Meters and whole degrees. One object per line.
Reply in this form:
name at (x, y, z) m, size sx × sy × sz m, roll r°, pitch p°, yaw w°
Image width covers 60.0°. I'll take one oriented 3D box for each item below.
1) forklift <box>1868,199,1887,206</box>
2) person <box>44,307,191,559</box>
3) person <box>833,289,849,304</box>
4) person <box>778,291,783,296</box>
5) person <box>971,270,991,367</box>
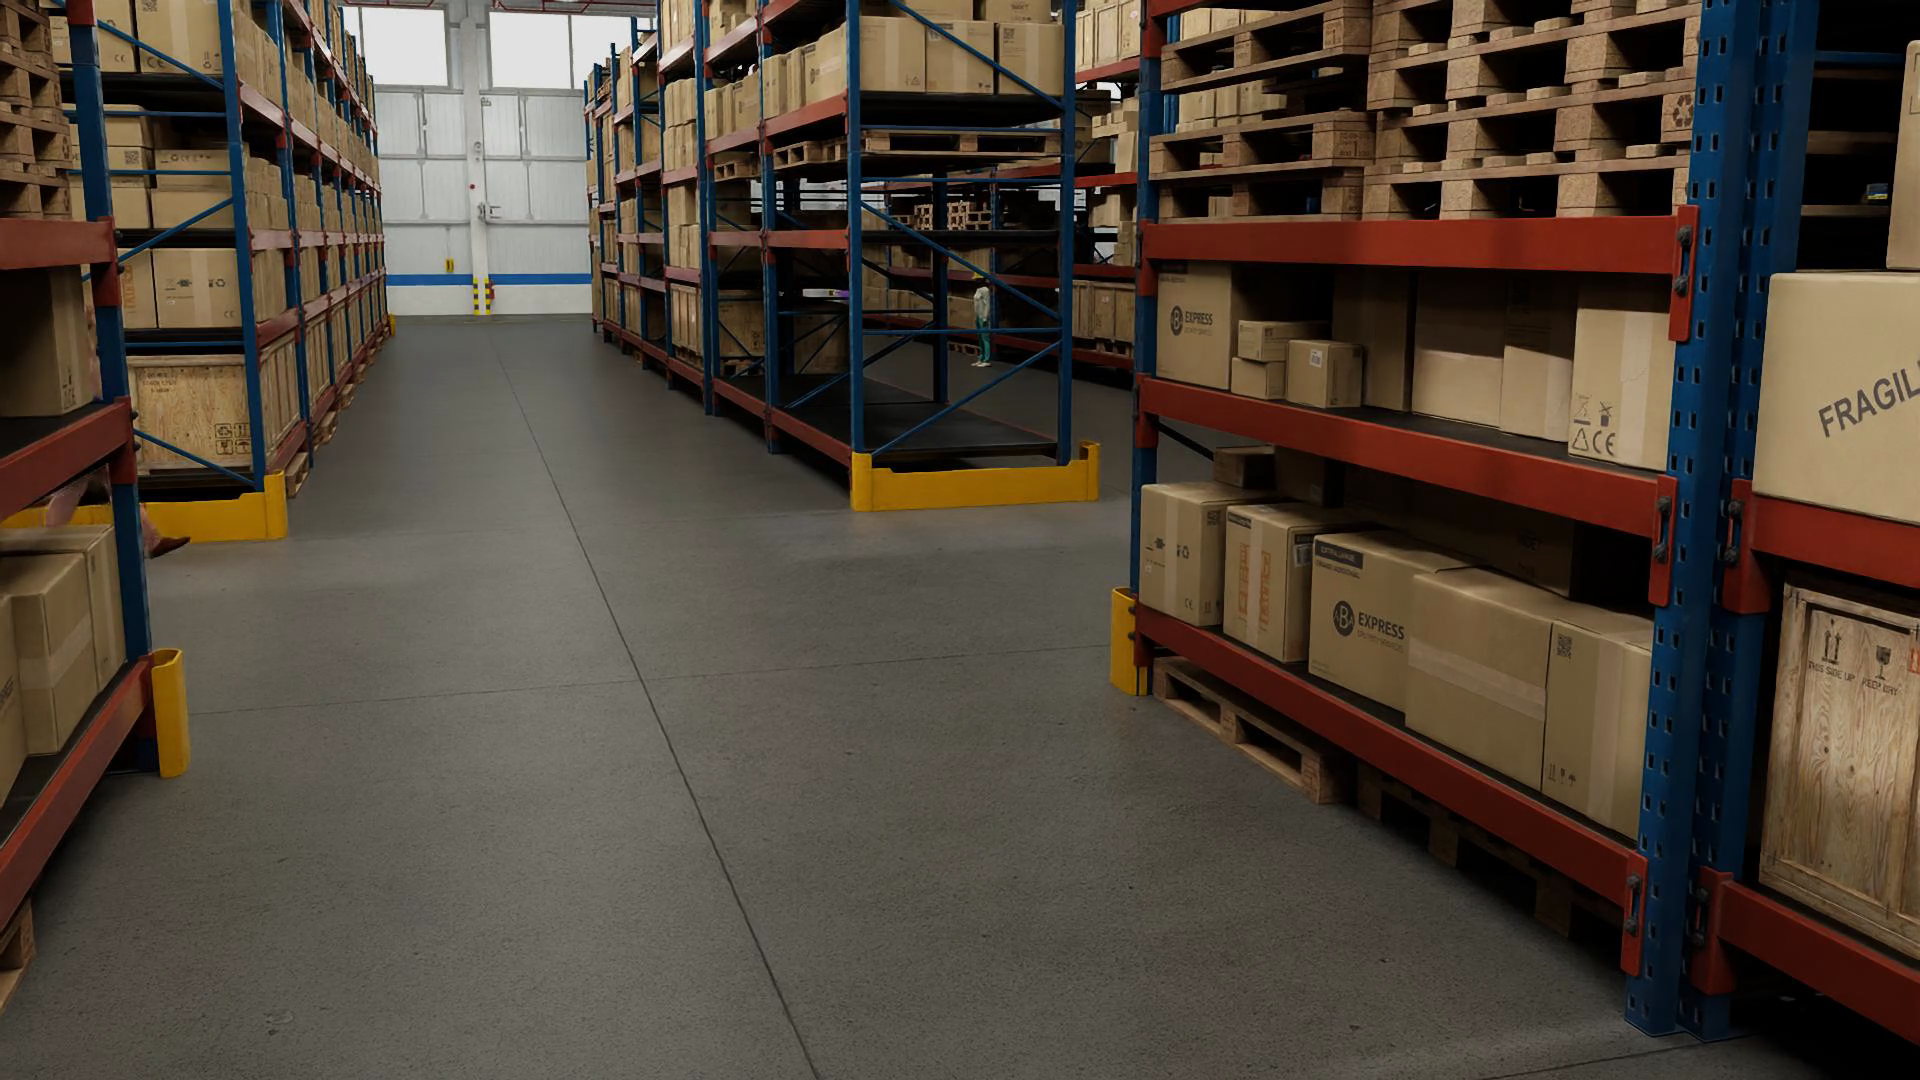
forklift at (11.338, -2.915, 21.052) m, size 1.129 × 2.768 × 1.873 m, roll -3°, pitch 11°, yaw -17°
person at (-6.143, -0.727, 11.875) m, size 1.011 × 1.849 × 0.678 m, roll -3°, pitch 11°, yaw -18°
person at (-2.696, -5.677, 38.897) m, size 0.549 × 1.901 × 0.814 m, roll -2°, pitch 10°, yaw -10°
person at (-4.436, -5.812, 40.272) m, size 0.487 × 1.661 × 0.978 m, roll 3°, pitch 11°, yaw 15°
person at (0.371, -4.007, 30.097) m, size 0.323 × 1.765 × 0.532 m, roll -3°, pitch 11°, yaw -17°
